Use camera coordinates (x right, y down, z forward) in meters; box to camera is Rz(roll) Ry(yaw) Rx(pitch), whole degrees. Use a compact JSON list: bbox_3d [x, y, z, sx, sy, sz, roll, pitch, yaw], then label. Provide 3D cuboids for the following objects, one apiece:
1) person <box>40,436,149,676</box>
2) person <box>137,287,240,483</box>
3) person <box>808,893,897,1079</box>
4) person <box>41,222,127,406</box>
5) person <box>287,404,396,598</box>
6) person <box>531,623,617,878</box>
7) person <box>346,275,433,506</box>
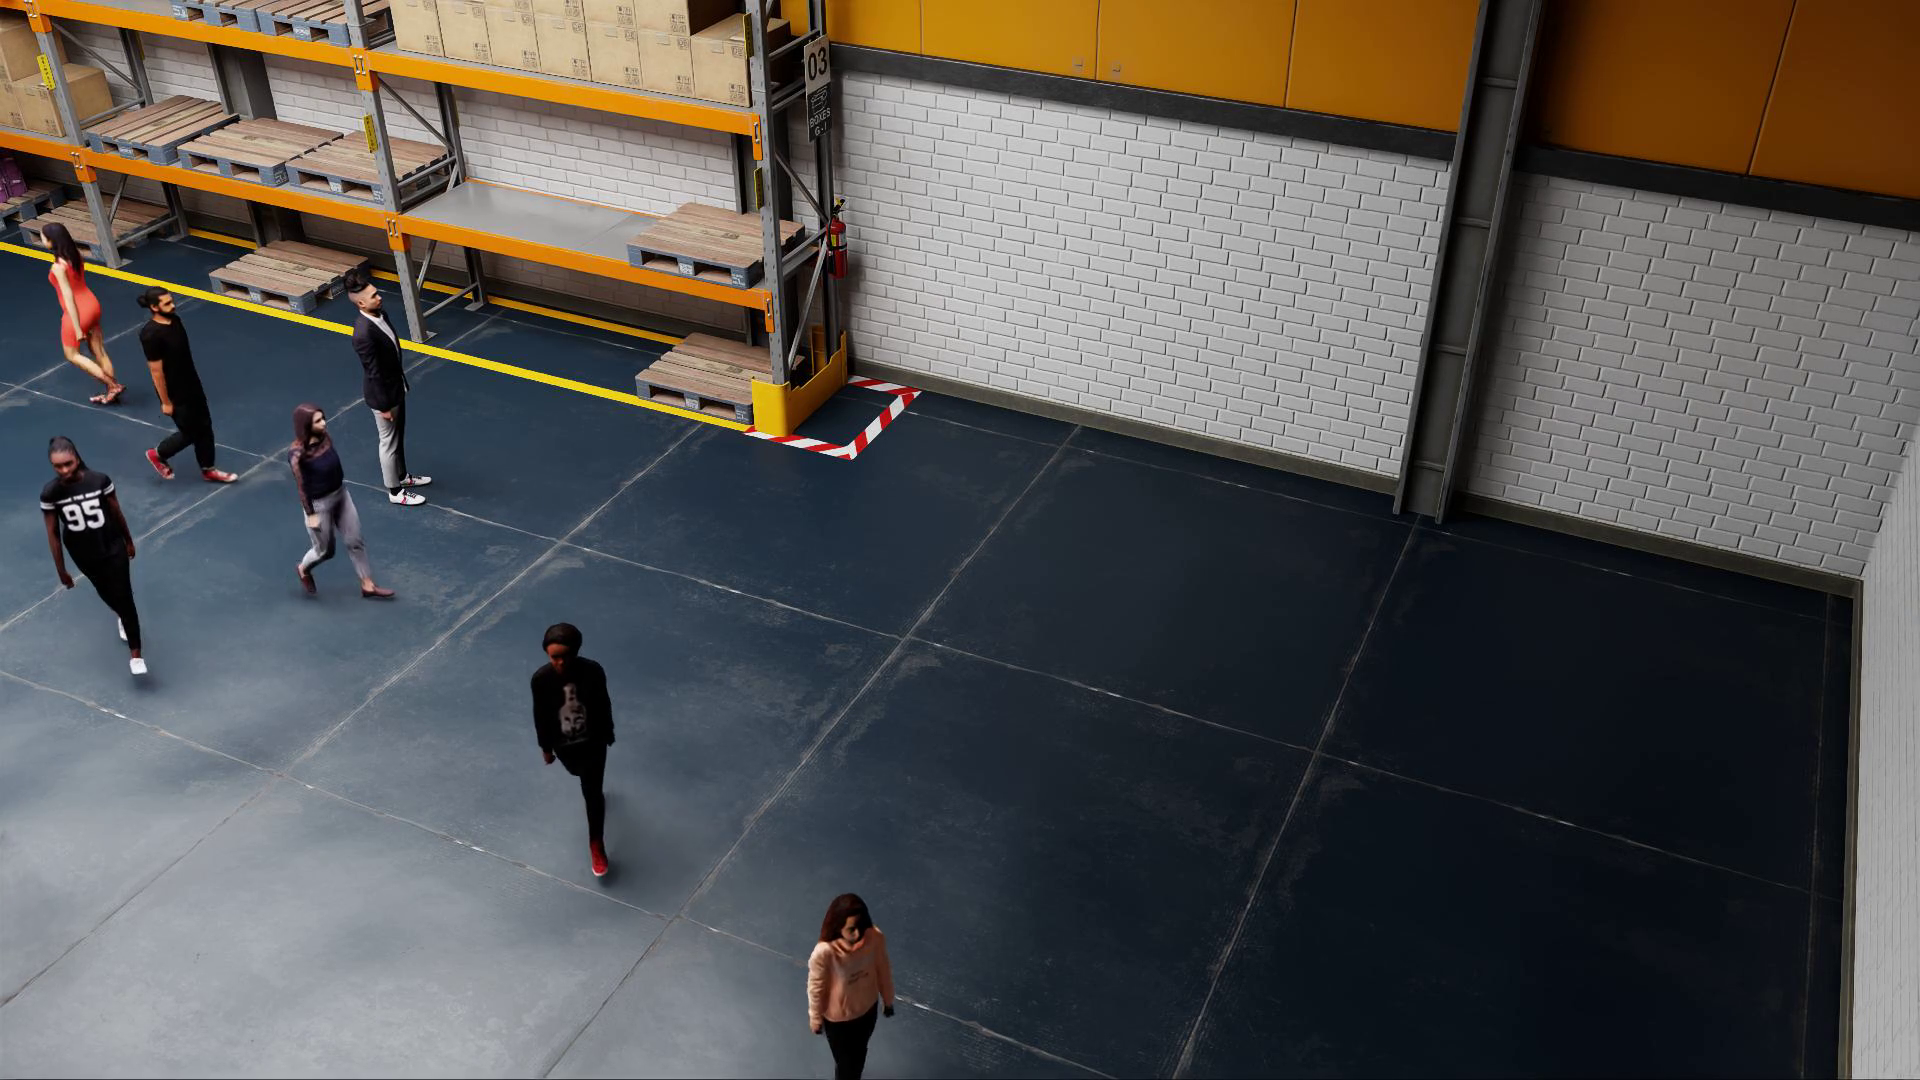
[{"bbox_3d":[-5.916,0.058,11.398,1.097,1.681,1.228,-15,37,-22],"label":"person"},{"bbox_3d":[-6.292,-1.200,13.239,1.004,1.739,0.852,2,34,3],"label":"person"},{"bbox_3d":[-0.573,2.273,8.252,0.672,1.475,0.696,-19,38,-26],"label":"person"},{"bbox_3d":[-7.496,-1.932,14.366,0.747,1.709,0.708,0,34,0],"label":"person"},{"bbox_3d":[-4.570,-0.235,11.920,0.939,1.591,0.673,10,35,15],"label":"person"},{"bbox_3d":[-2.266,1.120,9.843,1.123,1.634,1.080,-6,34,-9],"label":"person"},{"bbox_3d":[-4.522,-1.200,13.049,0.783,1.950,0.798,-2,34,-3],"label":"person"}]
